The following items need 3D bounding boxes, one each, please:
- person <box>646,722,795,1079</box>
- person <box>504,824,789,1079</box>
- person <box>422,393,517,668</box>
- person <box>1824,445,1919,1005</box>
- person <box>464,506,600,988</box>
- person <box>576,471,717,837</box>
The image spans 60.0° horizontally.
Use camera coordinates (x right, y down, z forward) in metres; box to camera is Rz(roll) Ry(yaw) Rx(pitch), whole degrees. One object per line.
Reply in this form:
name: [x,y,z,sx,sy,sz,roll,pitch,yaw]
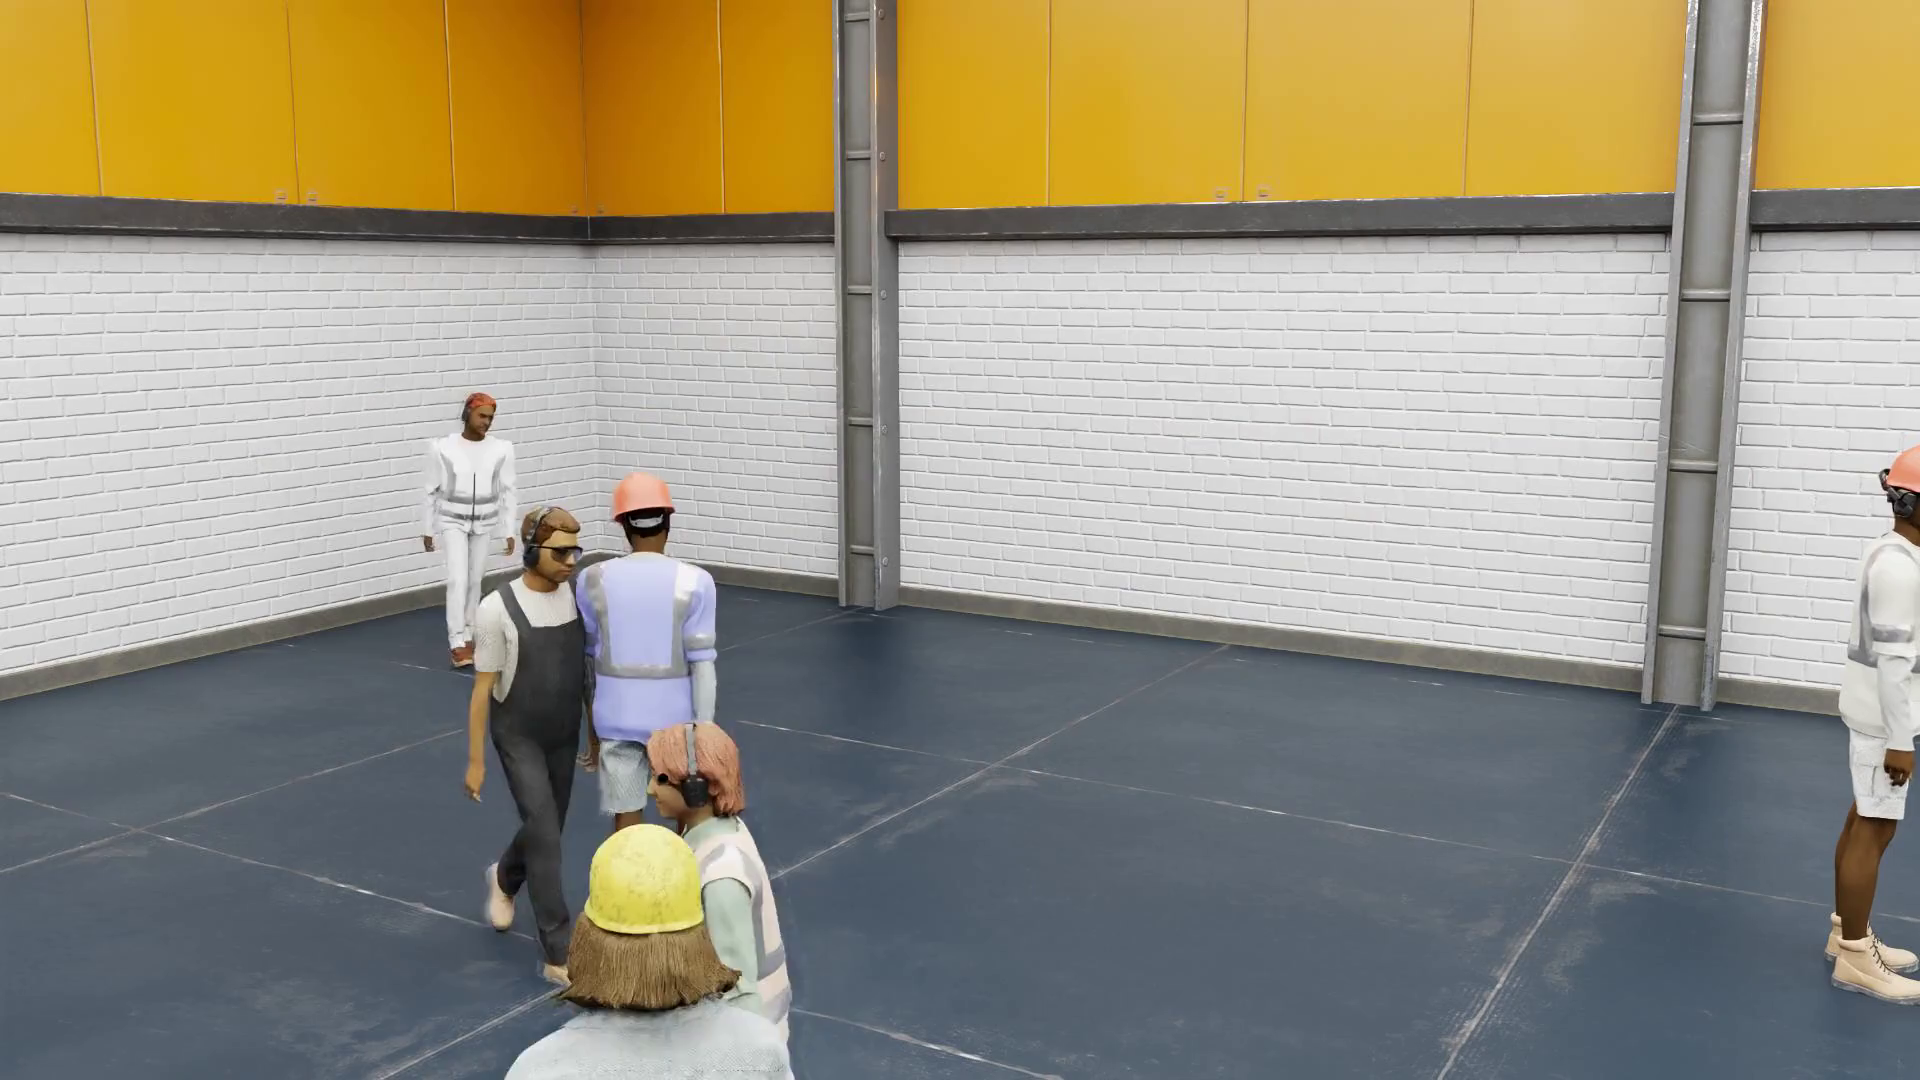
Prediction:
person: [-0.617,1.217,4.026,0.880,1.587,0.533,-1,9,-9]
person: [-0.531,1.334,2.845,0.516,1.724,0.460,-4,10,-22]
person: [-3.304,-0.071,11.269,0.607,1.842,0.699,-5,10,-28]
person: [3.458,0.657,6.130,0.394,2.038,0.605,5,10,27]
person: [-1.660,0.746,6.342,0.882,1.805,0.560,8,12,41]
person: [-1.188,0.682,6.423,0.545,1.893,0.769,0,9,-2]
